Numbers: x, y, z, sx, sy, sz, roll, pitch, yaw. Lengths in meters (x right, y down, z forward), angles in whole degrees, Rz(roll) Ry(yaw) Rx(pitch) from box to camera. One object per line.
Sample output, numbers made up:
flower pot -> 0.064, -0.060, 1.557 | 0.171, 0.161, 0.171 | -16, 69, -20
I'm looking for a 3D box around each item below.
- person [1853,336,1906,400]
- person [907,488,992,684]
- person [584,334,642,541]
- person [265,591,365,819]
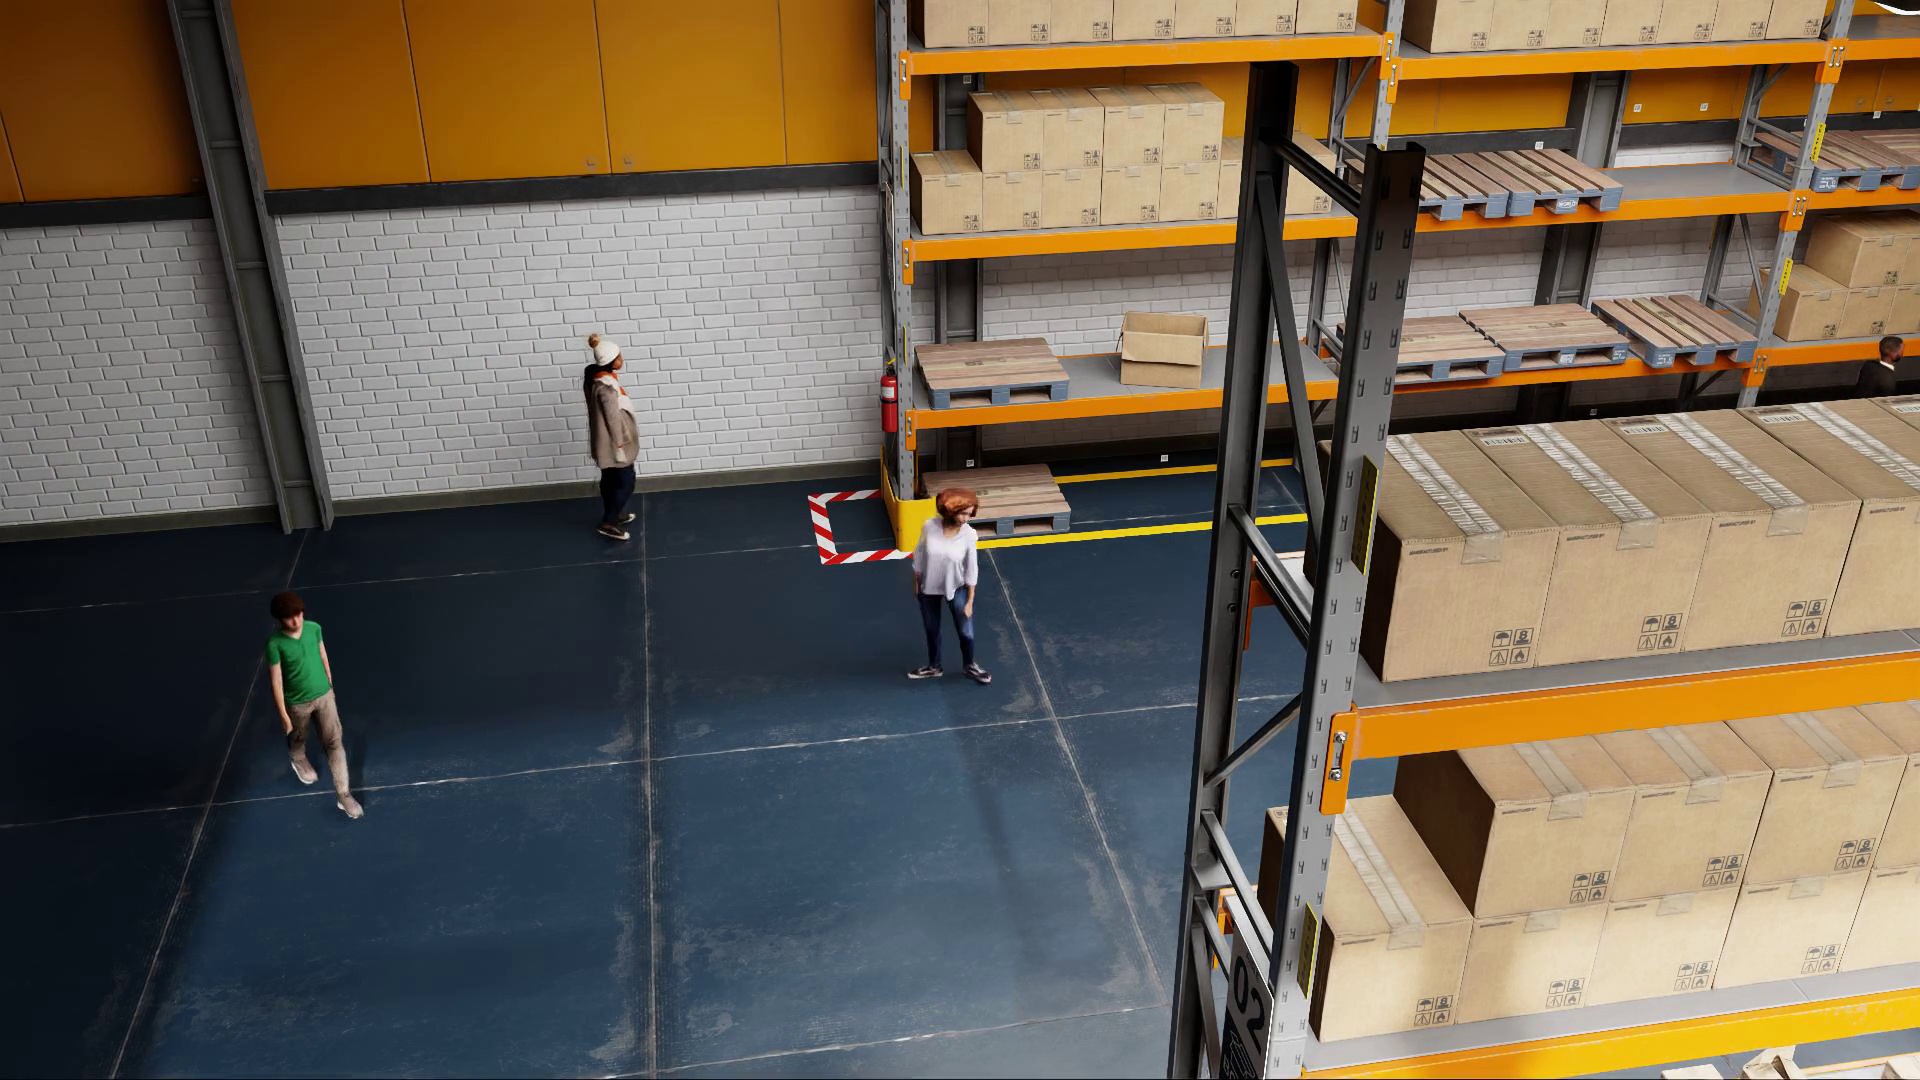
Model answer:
person -> 7.962, -0.955, 14.746 | 0.624, 1.791, 0.663 | -4, 29, -6
person -> -0.147, 0.330, 12.507 | 0.792, 1.680, 0.948 | 18, 33, 30
person -> -3.102, -0.899, 14.536 | 0.826, 1.894, 0.835 | -17, 33, -28
person -> -4.471, 1.053, 11.255 | 1.136, 1.609, 1.064 | -25, 37, -38
